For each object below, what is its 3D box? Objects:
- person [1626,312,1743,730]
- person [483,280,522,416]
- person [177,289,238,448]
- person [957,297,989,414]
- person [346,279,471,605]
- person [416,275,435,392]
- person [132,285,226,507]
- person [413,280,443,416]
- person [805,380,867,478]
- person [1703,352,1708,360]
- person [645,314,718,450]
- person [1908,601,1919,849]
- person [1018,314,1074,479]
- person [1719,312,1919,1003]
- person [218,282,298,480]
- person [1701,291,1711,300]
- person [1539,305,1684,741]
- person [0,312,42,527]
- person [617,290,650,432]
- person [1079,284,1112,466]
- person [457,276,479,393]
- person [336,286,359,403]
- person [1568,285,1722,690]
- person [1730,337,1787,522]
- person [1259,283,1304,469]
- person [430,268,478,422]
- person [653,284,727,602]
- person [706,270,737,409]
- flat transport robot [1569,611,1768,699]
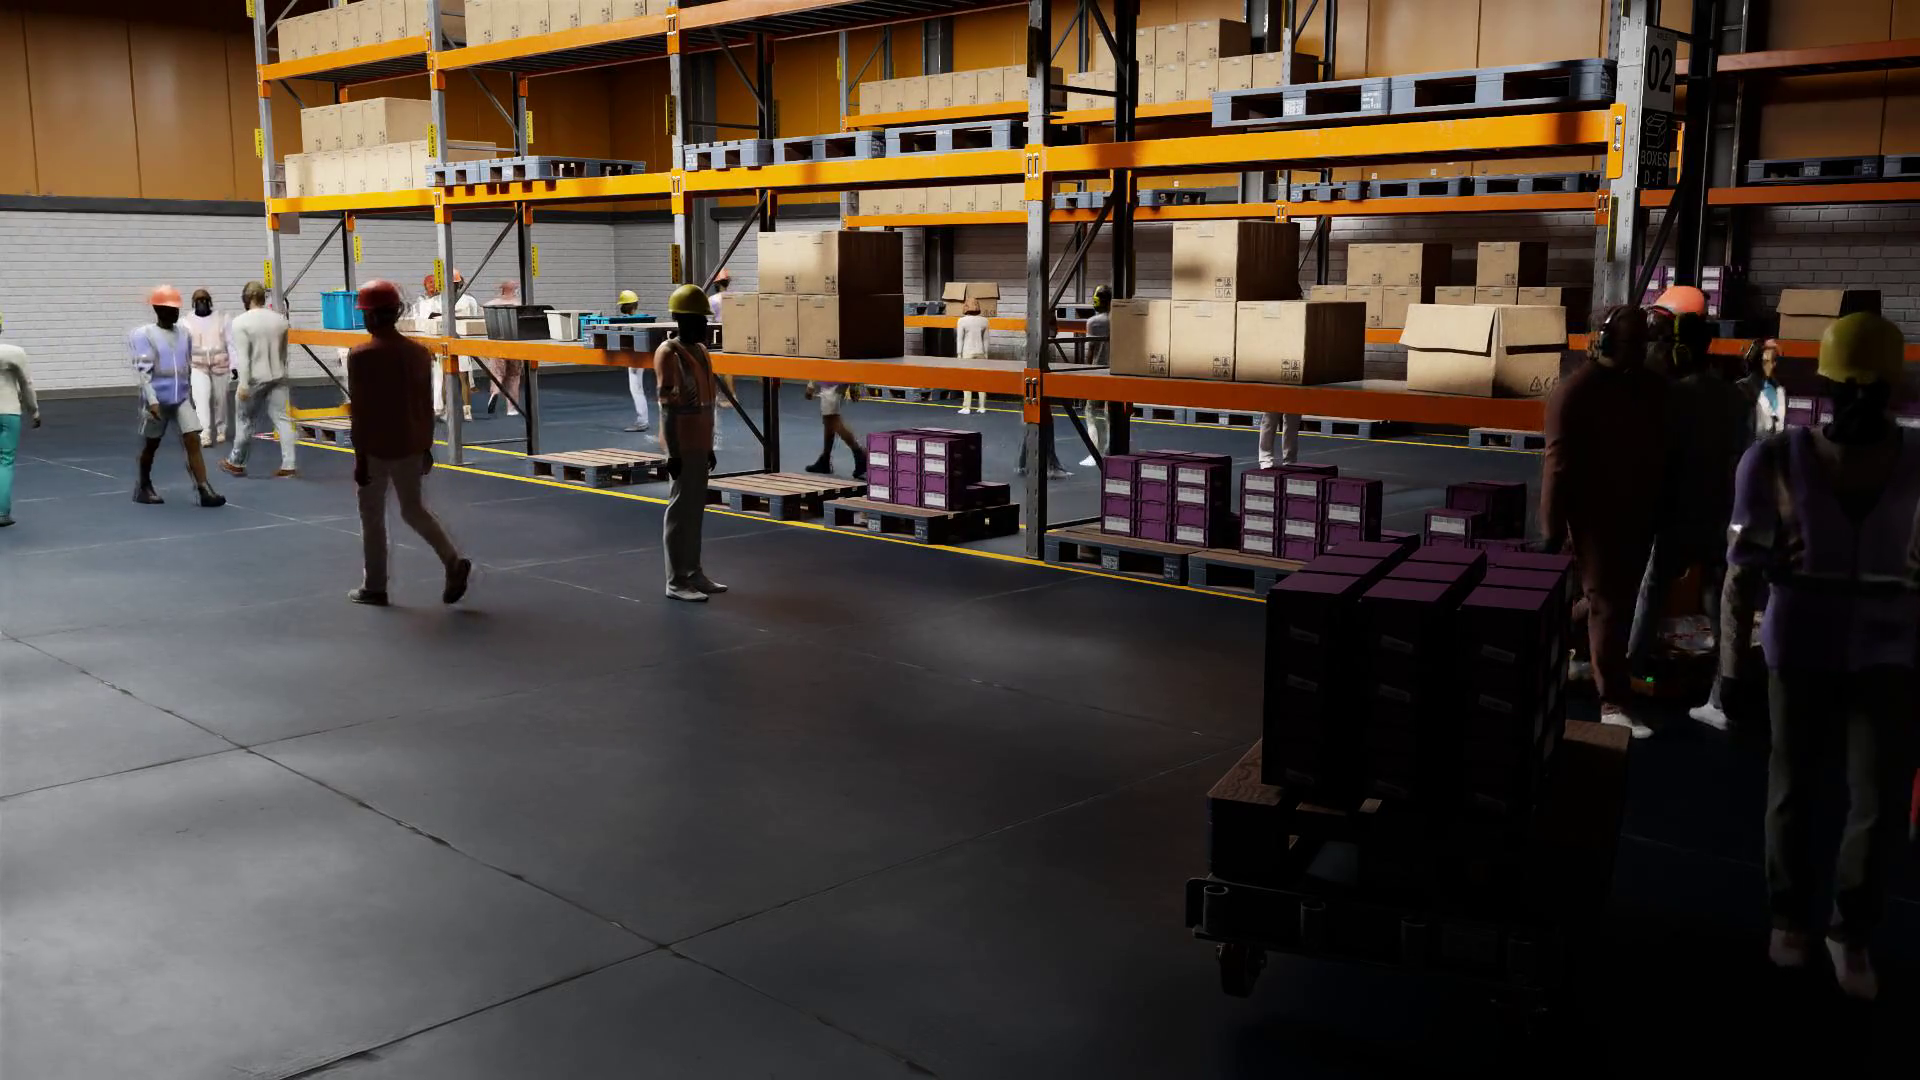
[{"bbox_3d":[3.254,-0.109,7.537,0.562,1.817,0.936,-3,10,-16],"label":"person"},{"bbox_3d":[-6.187,-2.596,22.653,0.689,1.868,0.771,-1,9,-5],"label":"person"},{"bbox_3d":[-8.631,-1.979,19.120,0.624,1.801,0.980,-4,10,-25],"label":"person"},{"bbox_3d":[0.184,-2.577,23.285,0.492,1.626,0.284,-5,10,-26],"label":"person"},{"bbox_3d":[-3.321,-0.558,9.859,0.837,1.970,0.631,5,11,29],"label":"person"},{"bbox_3d":[-8.694,-3.399,27.398,0.376,1.928,0.542,2,9,12],"label":"person"},{"bbox_3d":[-6.728,-1.210,14.138,1.011,1.890,0.550,6,11,33],"label":"person"},{"bbox_3d":[-7.253,-2.650,22.985,0.593,1.868,0.435,2,10,14],"label":"person"},{"bbox_3d":[-1.171,-1.560,16.199,0.913,1.907,0.546,7,12,36],"label":"person"},{"bbox_3d":[4.987,-0.644,11.543,0.554,1.589,0.837,-4,10,-22],"label":"person"},{"bbox_3d":[-3.090,-1.848,18.599,0.904,1.697,0.493,5,11,28],"label":"person"},{"bbox_3d":[3.530,0.203,5.926,0.534,1.725,0.751,7,11,36],"label":"person"},{"bbox_3d":[0.864,-1.390,16.062,0.749,1.599,0.510,4,10,25],"label":"person"},{"bbox_3d":[2.447,0.327,4.629,0.620,1.901,0.648,4,10,21],"label":"person"},{"bbox_3d":[-6.803,-1.530,16.041,1.000,1.889,0.645,5,11,29],"label":"person"},{"bbox_3d":[6.724,-1.408,15.499,0.445,1.823,0.556,4,10,23],"label":"person"},{"bbox_3d":[2.847,-0.110,7.426,0.678,1.875,0.845,-4,10,-25],"label":"person"},{"bbox_3d":[-7.639,-0.996,13.258,0.533,1.738,0.790,-2,9,-10],"label":"person"},{"bbox_3d":[-4.076,-2.227,20.738,0.357,1.758,0.526,-2,9,-10],"label":"person"},{"bbox_3d":[1.459,-1.684,17.076,0.570,1.868,0.363,-6,11,-33],"label":"person"},{"bbox_3d":[-8.153,-3.347,27.057,0.629,1.937,0.379,1,9,3],"label":"person"},{"bbox_3d":[-8.169,-2.536,22.439,0.627,1.813,0.444,4,10,25],"label":"person"},{"bbox_3d":[3.218,-0.220,7.883,0.716,1.948,0.418,0,9,-1],"label":"person"},{"bbox_3d":[4.931,-0.427,10.151,0.529,1.598,0.827,-5,11,-29],"label":"person"},{"bbox_3d":[3.150,-1.524,15.978,0.643,1.905,0.399,-4,10,-24],"label":"person"},{"bbox_3d":[-6.657,-2.560,21.904,0.615,2.039,0.387,-2,9,-12],"label":"person"},{"bbox_3d":[-1.648,-0.594,10.200,0.368,1.926,0.594,2,10,14],"label":"person"},{"bbox_3d":[-3.488,-2.913,24.153,0.765,2.020,0.636,9,13,43],"label":"person"},{"bbox_3d":[3.707,0.549,8.256,1.431,0.197,0.652,-4,10,-25],"label":"flat transport robot"}]
